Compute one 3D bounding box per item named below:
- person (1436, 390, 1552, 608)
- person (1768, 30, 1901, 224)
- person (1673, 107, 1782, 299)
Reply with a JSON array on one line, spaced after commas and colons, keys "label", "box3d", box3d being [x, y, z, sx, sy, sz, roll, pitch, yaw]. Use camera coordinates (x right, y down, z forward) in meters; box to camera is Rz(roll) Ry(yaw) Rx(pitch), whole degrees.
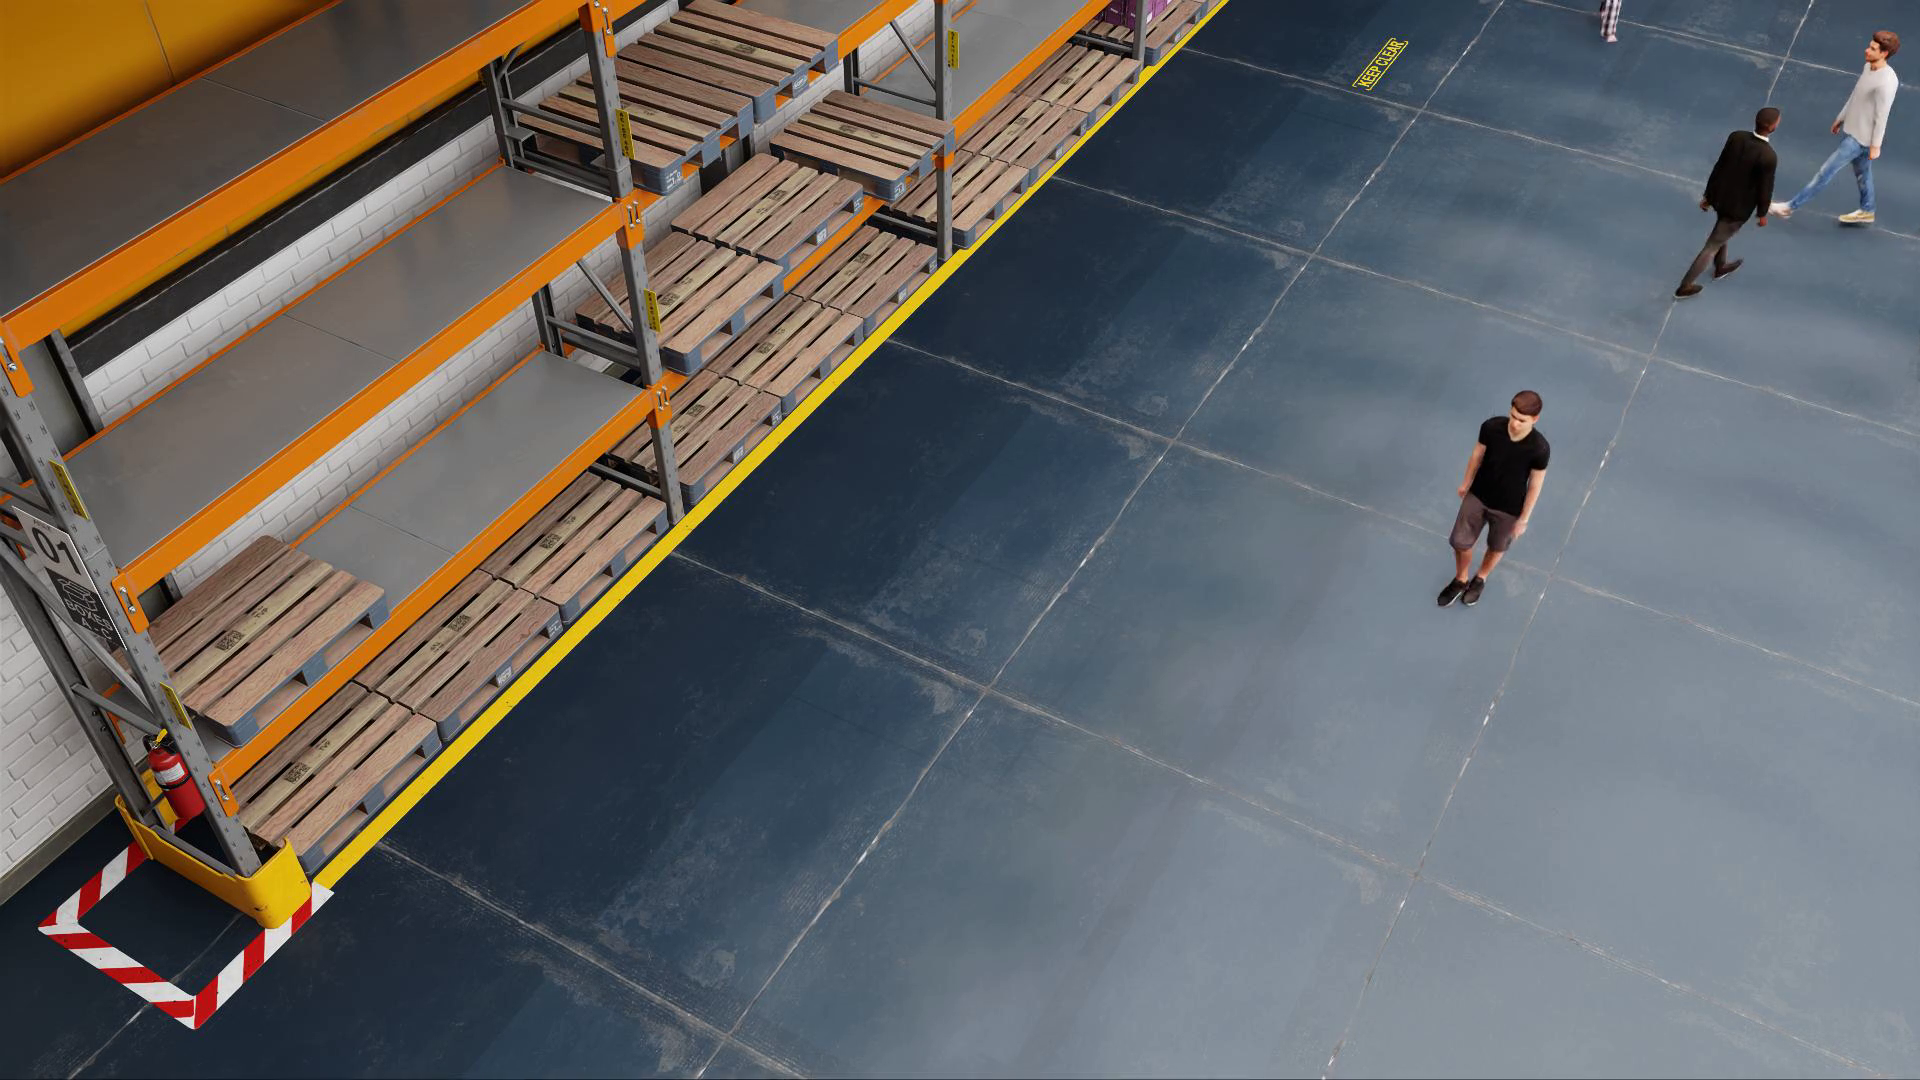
[{"label": "person", "box3d": [3.701, -0.325, 11.306, 0.748, 1.852, 0.728, 28, 50, 26]}, {"label": "person", "box3d": [8.055, -3.566, 14.720, 1.033, 1.836, 1.272, 7, 44, 7]}, {"label": "person", "box3d": [6.396, -2.773, 13.935, 1.129, 1.771, 1.027, -15, 46, -15]}]
